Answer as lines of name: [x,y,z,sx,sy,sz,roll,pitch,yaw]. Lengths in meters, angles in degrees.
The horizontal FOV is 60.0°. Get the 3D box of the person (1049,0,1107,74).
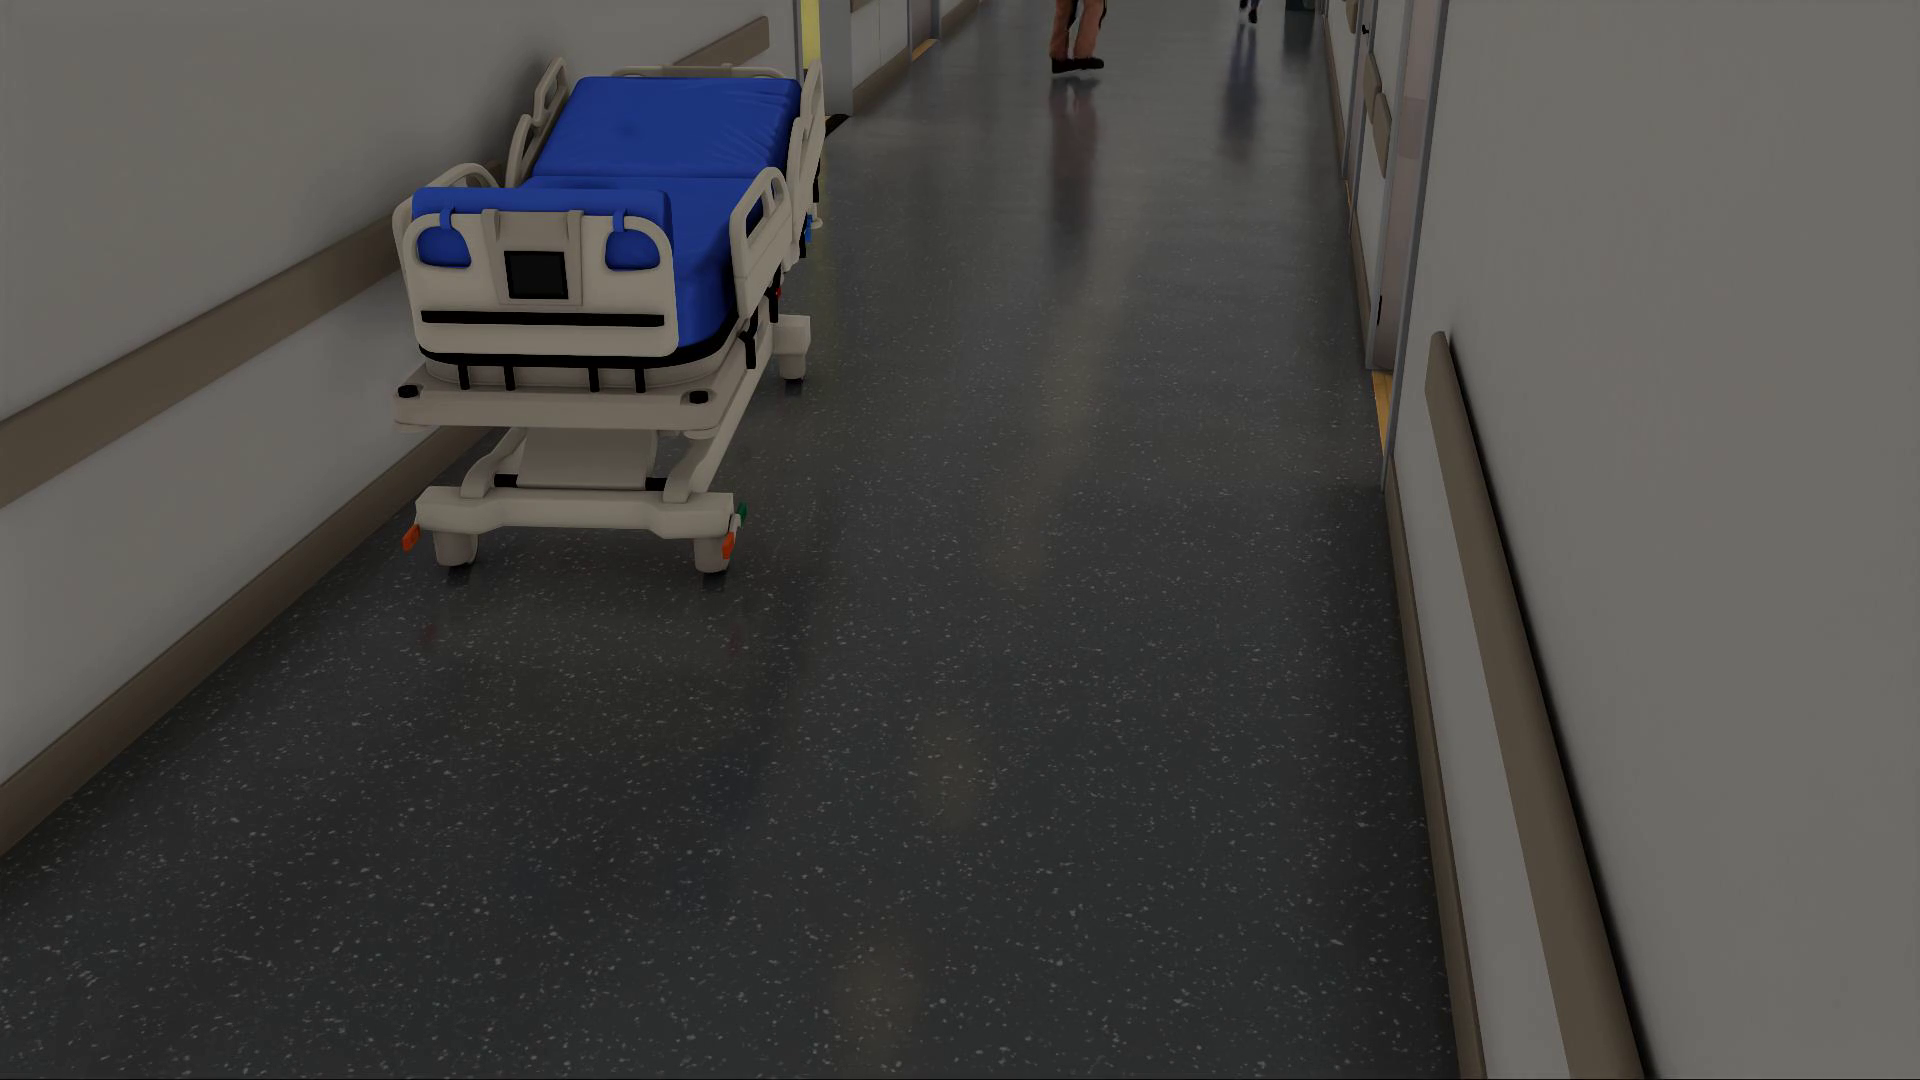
person: [0.895,-4.666,13.215,0.957,1.879,0.894,-12,28,-23]
